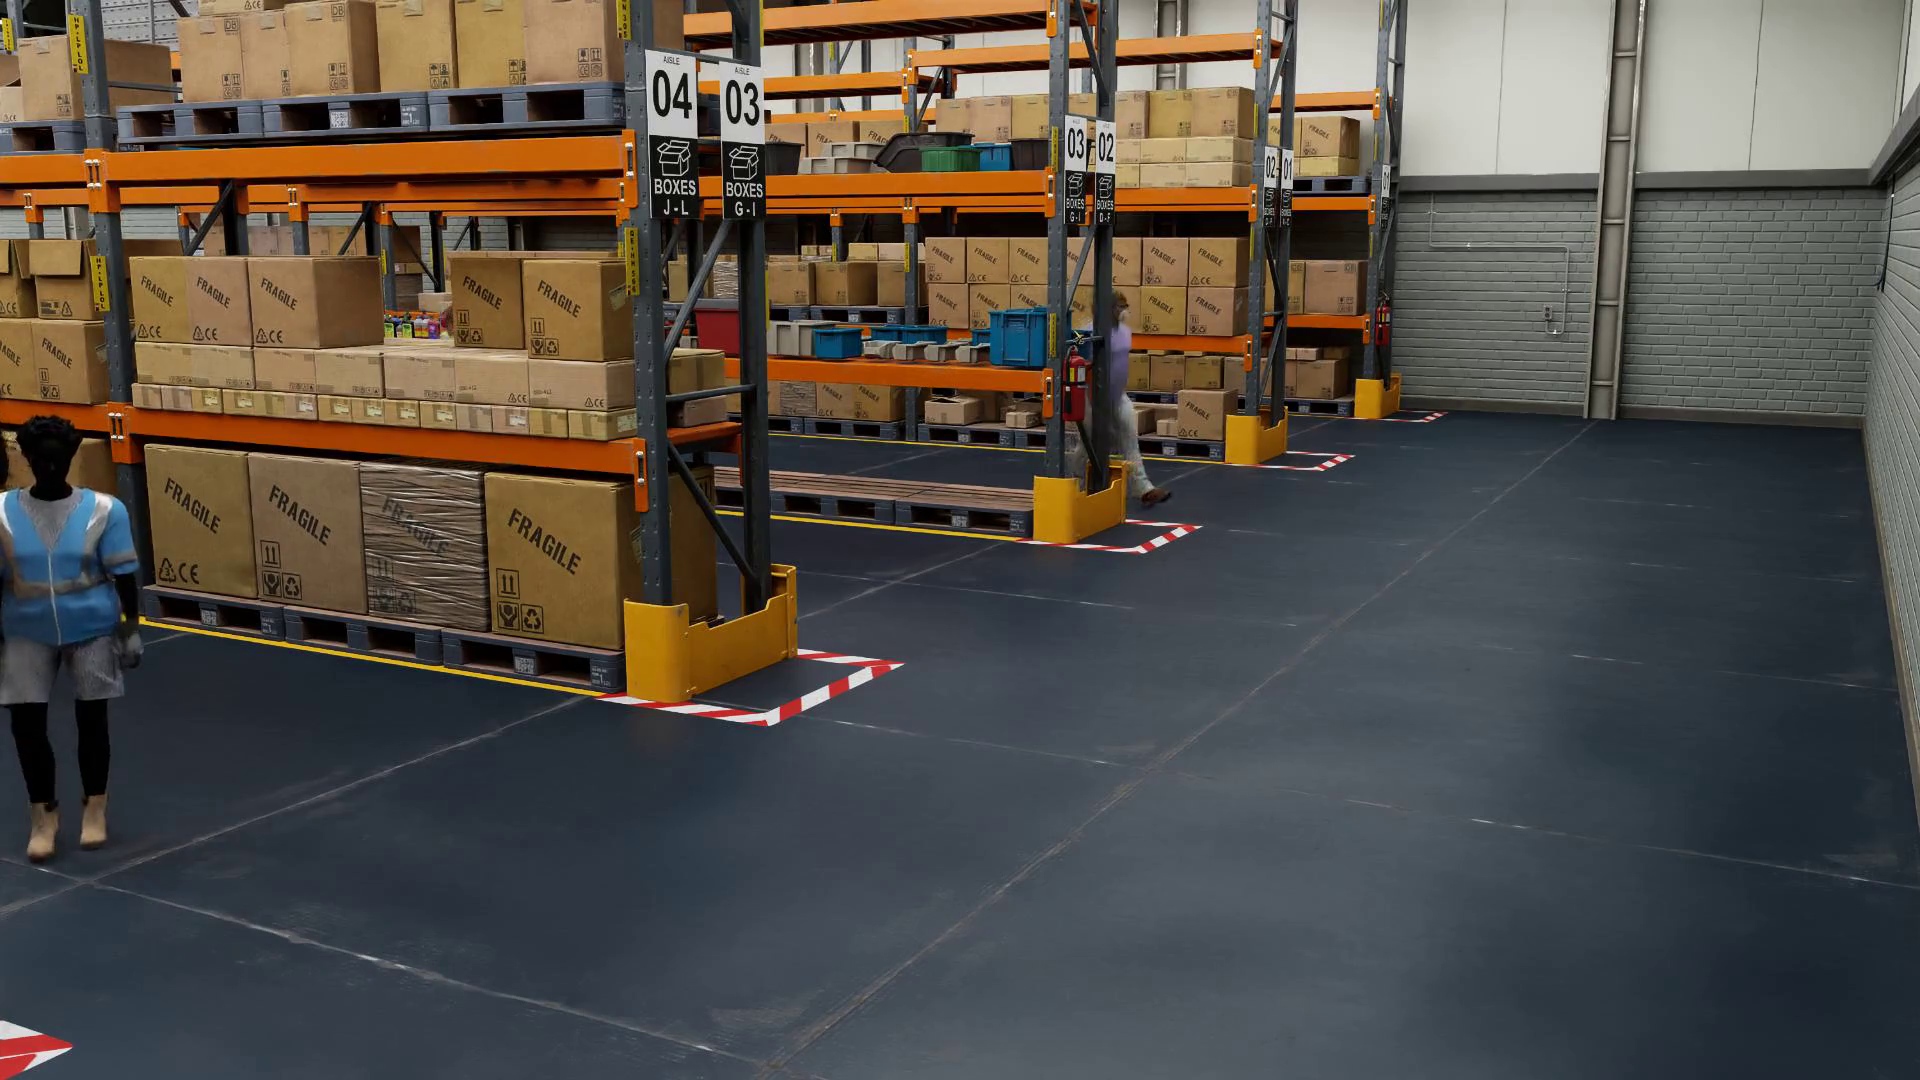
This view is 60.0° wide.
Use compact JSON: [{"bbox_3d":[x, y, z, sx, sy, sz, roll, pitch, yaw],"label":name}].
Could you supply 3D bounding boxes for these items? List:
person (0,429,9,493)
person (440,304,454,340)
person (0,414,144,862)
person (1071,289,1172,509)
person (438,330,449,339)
[{"bbox_3d":[-5.649,-0.293,9.287,0.629,1.929,1.047,-8,13,-36],"label":"person"},{"bbox_3d":[-3.902,-0.954,13.147,0.560,1.819,0.597,6,12,28],"label":"person"},{"bbox_3d":[-3.371,0.370,6.257,0.555,1.685,0.483,-4,11,-23],"label":"person"},{"bbox_3d":[1.337,-1.196,14.275,1.033,1.884,0.654,9,14,41],"label":"person"},{"bbox_3d":[-4.114,-1.140,14.109,0.429,1.840,0.633,7,13,34],"label":"person"}]
